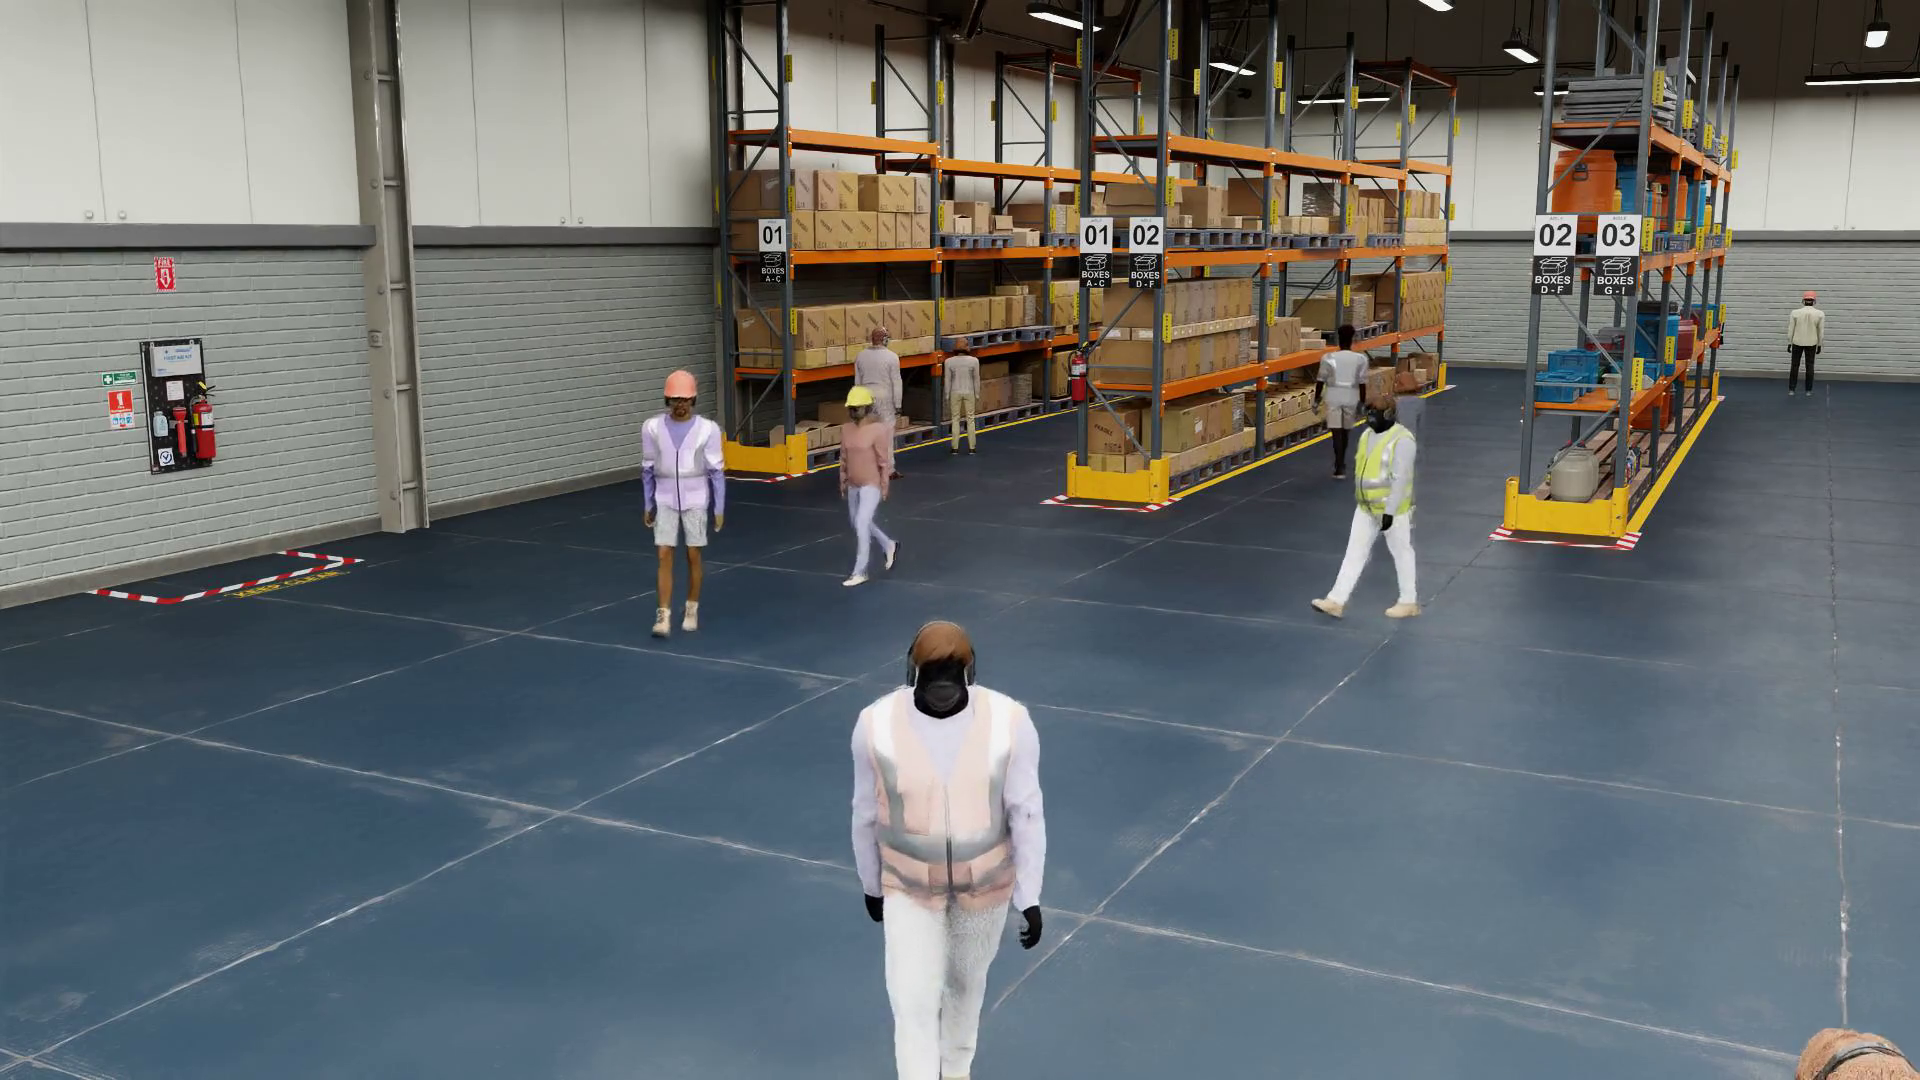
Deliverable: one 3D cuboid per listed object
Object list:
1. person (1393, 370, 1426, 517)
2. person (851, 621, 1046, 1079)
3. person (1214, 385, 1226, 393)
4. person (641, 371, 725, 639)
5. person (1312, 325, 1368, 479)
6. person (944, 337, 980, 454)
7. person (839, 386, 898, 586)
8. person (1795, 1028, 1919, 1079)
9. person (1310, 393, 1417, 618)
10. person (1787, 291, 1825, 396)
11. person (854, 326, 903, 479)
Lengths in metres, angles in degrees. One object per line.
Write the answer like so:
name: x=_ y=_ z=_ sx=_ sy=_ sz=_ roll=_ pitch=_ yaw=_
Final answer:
person: x=4.717 y=-0.995 z=17.676 sx=0.517 sy=1.617 sz=0.667 roll=-4 pitch=11 yaw=-21
person: x=-0.037 y=1.162 z=5.408 sx=0.623 sy=1.793 sz=0.946 roll=-1 pitch=10 yaw=-4
person: x=3.855 y=-2.536 z=25.348 sx=0.572 sy=1.883 sz=0.354 roll=6 pitch=12 yaw=28
person: x=-2.097 y=-0.252 z=12.515 sx=0.638 sy=2.015 sz=0.827 roll=0 pitch=10 yaw=-1
person: x=4.787 y=-1.740 z=20.935 sx=0.627 sy=1.919 sz=0.997 roll=0 pitch=10 yaw=-3
person: x=0.029 y=-2.000 z=23.106 sx=0.498 sy=1.633 sz=0.279 roll=0 pitch=10 yaw=-2
person: x=-0.794 y=-0.495 z=14.618 sx=0.530 sy=1.744 sz=0.726 roll=9 pitch=13 yaw=39
person: x=1.563 y=1.691 z=3.000 sx=0.527 sy=1.620 sz=0.618 roll=2 pitch=11 yaw=11
person: x=3.263 y=-0.250 z=13.105 sx=0.947 sy=1.790 sz=0.637 roll=-5 pitch=11 yaw=-25
person: x=16.059 y=-3.735 z=31.601 sx=0.609 sy=1.987 sz=0.402 roll=4 pitch=11 yaw=22
person: x=-0.991 y=-1.713 z=20.796 sx=0.650 sy=1.906 sz=0.401 roll=5 pitch=12 yaw=27
